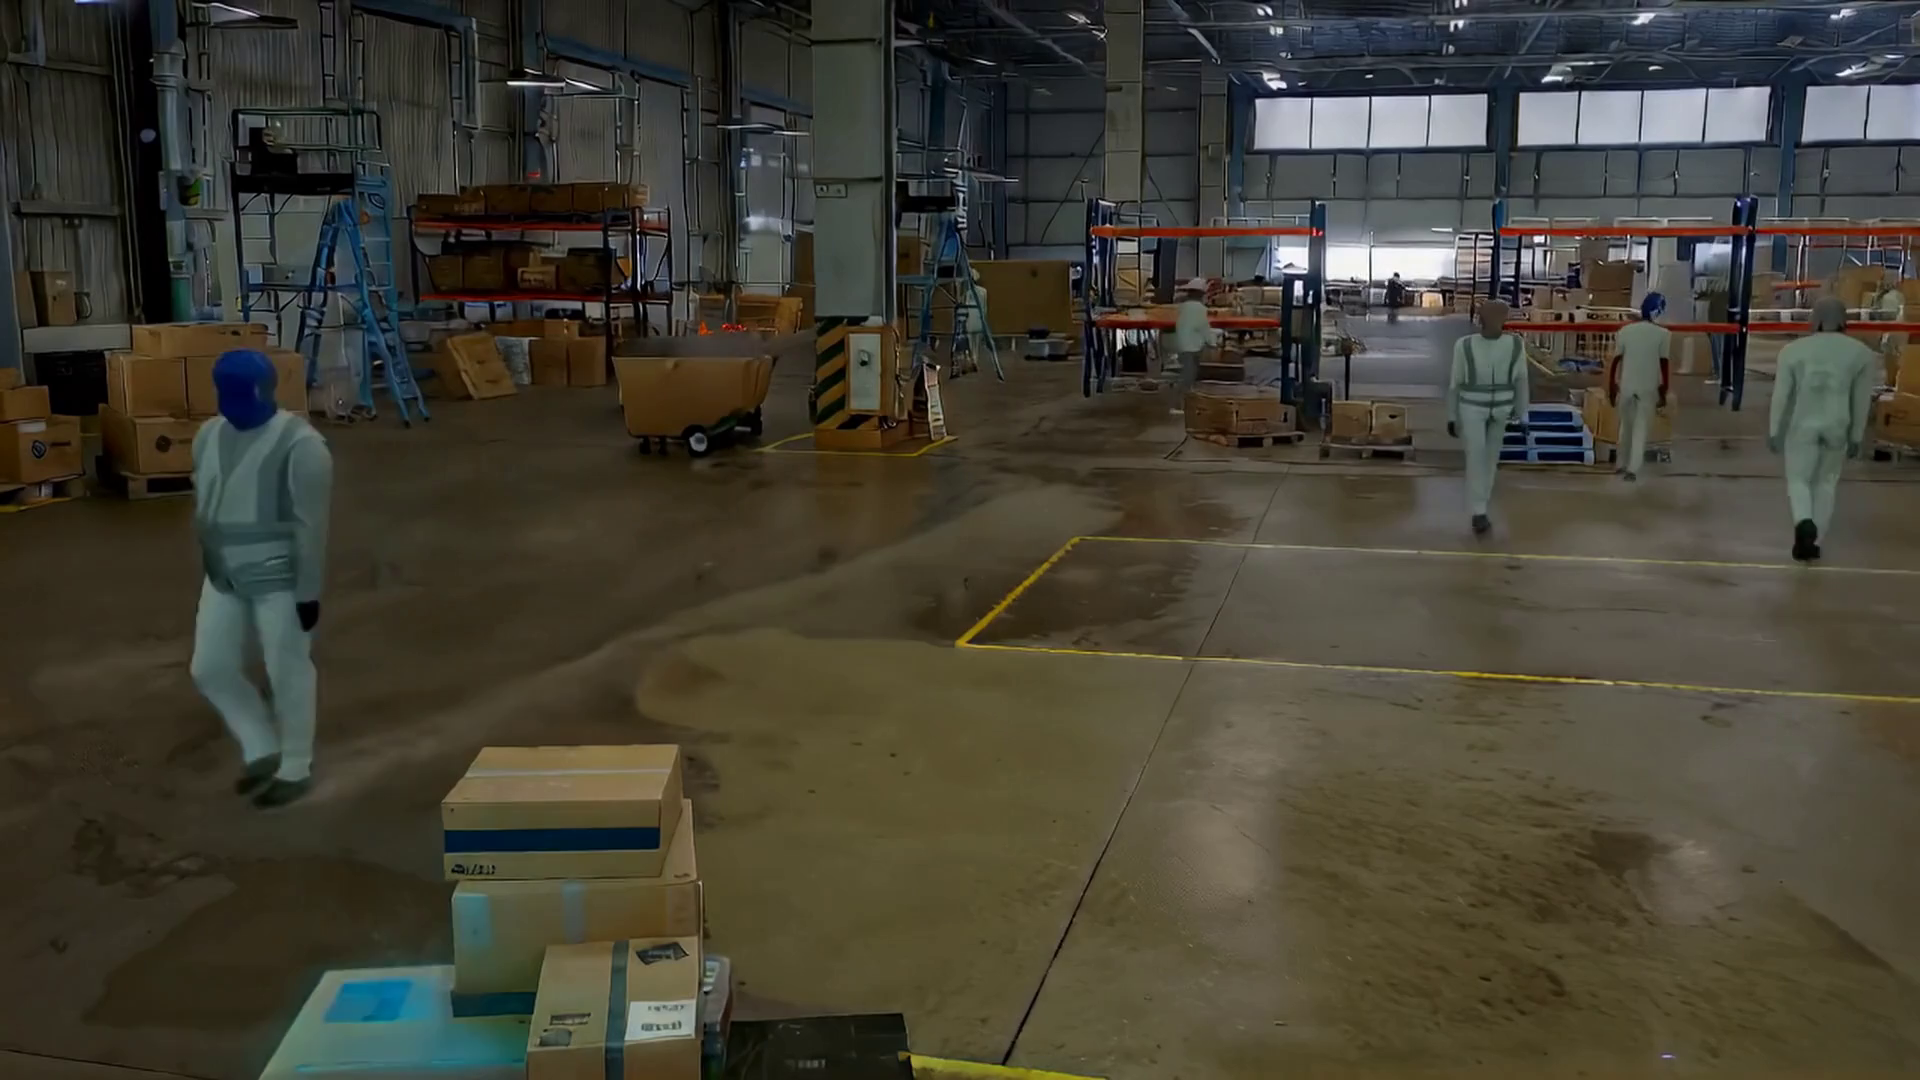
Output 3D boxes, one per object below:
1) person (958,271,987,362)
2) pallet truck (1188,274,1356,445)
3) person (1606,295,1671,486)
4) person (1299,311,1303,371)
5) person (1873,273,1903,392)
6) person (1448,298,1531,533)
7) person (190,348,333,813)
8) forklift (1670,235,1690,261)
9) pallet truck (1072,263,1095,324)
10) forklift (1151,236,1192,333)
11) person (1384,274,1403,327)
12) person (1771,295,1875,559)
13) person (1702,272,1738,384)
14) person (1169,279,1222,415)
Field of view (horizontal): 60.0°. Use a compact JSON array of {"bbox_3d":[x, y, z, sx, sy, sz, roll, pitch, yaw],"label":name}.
[{"bbox_3d":[0.265,-4.720,35.125,0.565,1.883,0.989,-2,10,-12],"label":"person"},{"bbox_3d":[3.653,-2.138,19.590,1.885,1.965,0.823,-4,10,-20],"label":"pallet truck"},{"bbox_3d":[6.577,-1.456,16.122,0.532,1.815,0.868,6,11,31],"label":"person"},{"bbox_3d":[6.685,-4.093,31.867,0.320,1.739,0.485,7,12,37],"label":"person"},{"bbox_3d":[15.168,-3.385,27.147,0.378,1.931,0.624,6,11,31],"label":"person"},{"bbox_3d":[4.198,-0.974,13.152,0.602,1.839,0.926,1,10,4],"label":"person"},{"bbox_3d":[-2.741,0.166,6.520,0.656,1.828,0.452,4,10,21],"label":"person"},{"bbox_3d":[21.129,-7.574,48.997,1.873,2.768,1.129,7,12,34],"label":"forklift"},{"bbox_3d":[4.325,-8.180,55.162,0.823,1.965,1.885,6,11,31],"label":"pallet truck"},{"bbox_3d":[5.866,-7.214,46.878,1.873,2.768,1.129,2,10,14],"label":"forklift"},{"bbox_3d":[13.659,-7.542,52.401,0.548,1.667,0.840,8,13,40],"label":"person"},{"bbox_3d":[6.130,-0.782,11.853,0.638,1.919,0.759,3,10,19],"label":"person"},{"bbox_3d":[13.117,-3.648,28.705,0.367,1.931,0.631,-3,10,-16],"label":"person"},{"bbox_3d":[3.301,-2.667,23.066,0.985,1.877,0.605,-3,10,-19],"label":"person"}]
